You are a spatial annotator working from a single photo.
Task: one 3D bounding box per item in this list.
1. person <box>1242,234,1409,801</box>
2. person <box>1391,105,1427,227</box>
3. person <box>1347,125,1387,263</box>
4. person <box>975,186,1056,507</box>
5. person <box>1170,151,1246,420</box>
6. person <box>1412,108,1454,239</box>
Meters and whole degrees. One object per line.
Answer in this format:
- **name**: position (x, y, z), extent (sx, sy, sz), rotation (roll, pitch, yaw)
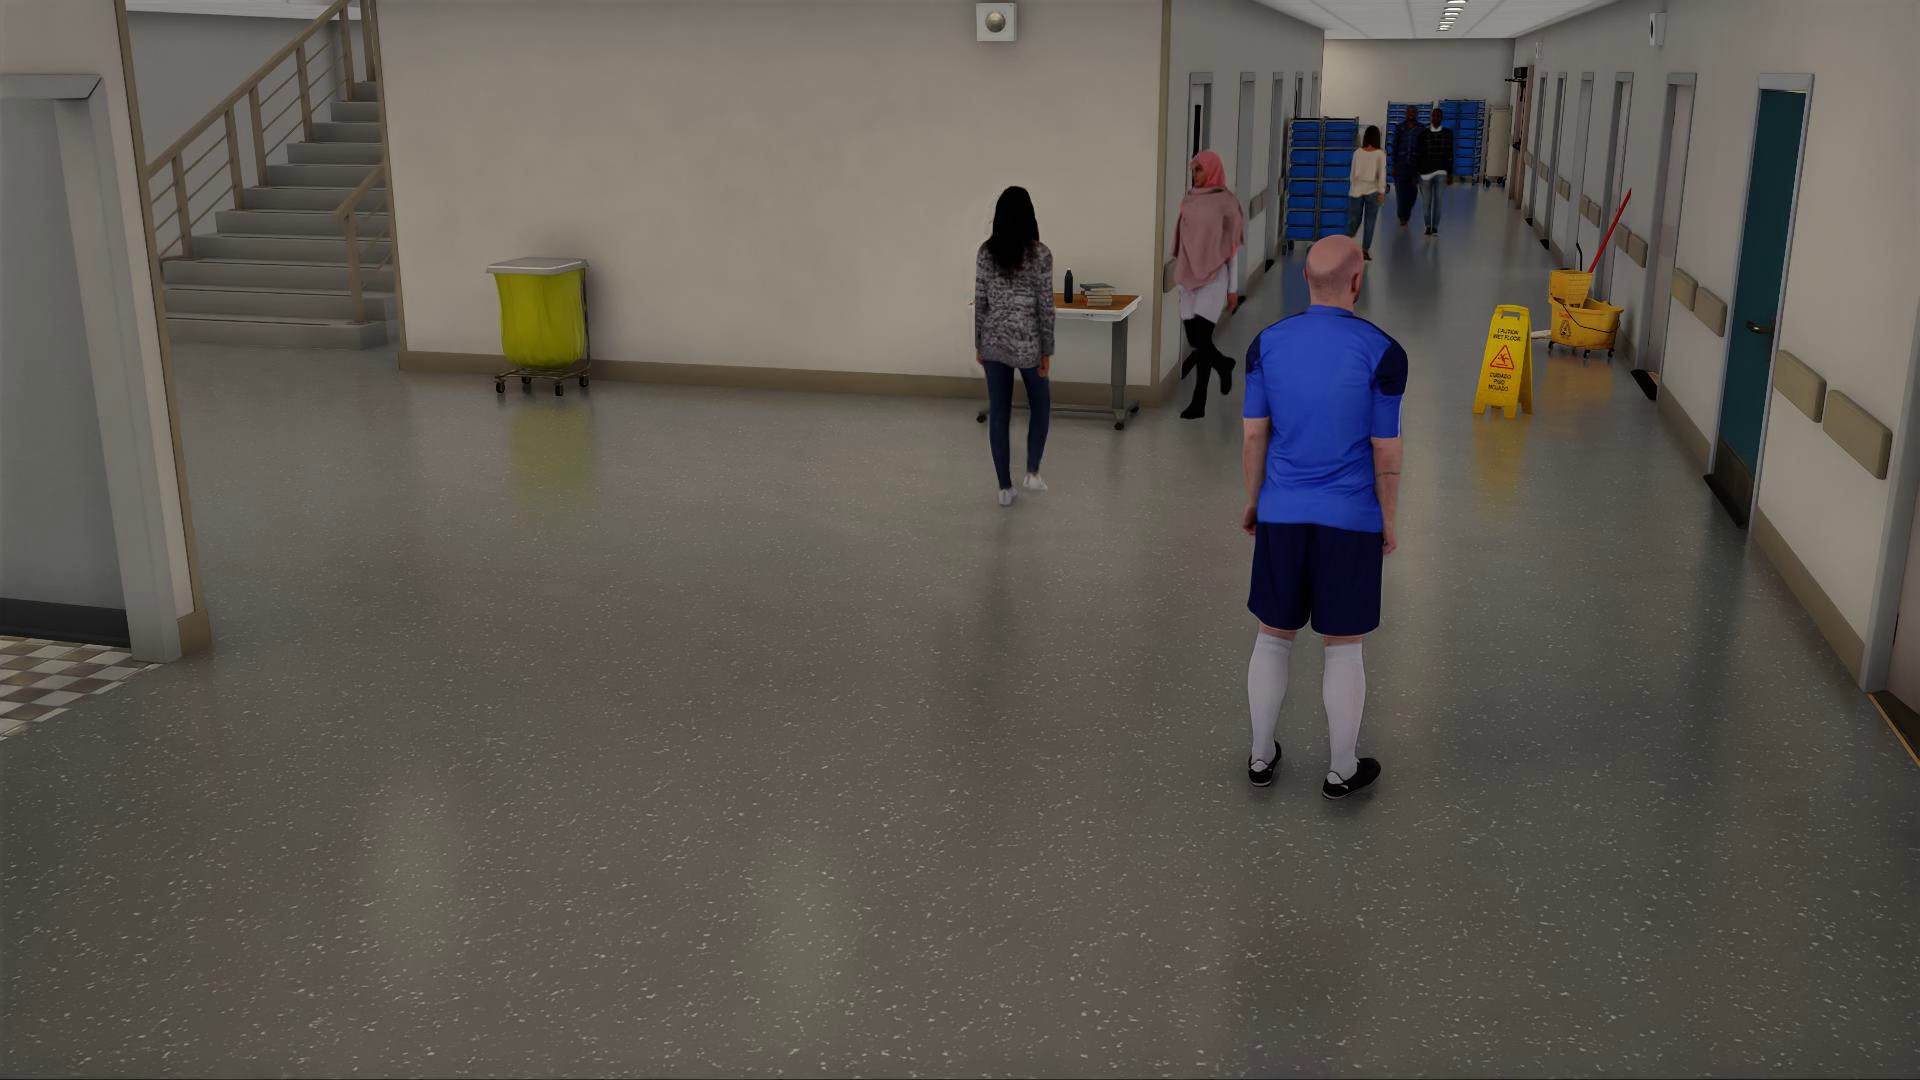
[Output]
- **person**: position (1.158, -0.069, 5.385), extent (0.721, 1.841, 0.648), rotation (8, 18, 27)
- **person**: position (6.929, -5.785, 25.725), extent (0.681, 1.804, 0.941), rotation (4, 16, 13)
- **person**: position (4.997, -4.276, 20.624), extent (0.788, 1.668, 0.921), rotation (10, 19, 32)
- **person**: position (0.264, -1.022, 8.987), extent (0.626, 1.721, 0.595), rotation (3, 16, 12)
- **person**: position (1.717, -1.740, 11.423), extent (0.901, 1.780, 1.153), rotation (11, 19, 34)
- **person**: position (6.762, -5.216, 23.733), extent (0.736, 1.790, 1.002), rotation (5, 16, 17)
